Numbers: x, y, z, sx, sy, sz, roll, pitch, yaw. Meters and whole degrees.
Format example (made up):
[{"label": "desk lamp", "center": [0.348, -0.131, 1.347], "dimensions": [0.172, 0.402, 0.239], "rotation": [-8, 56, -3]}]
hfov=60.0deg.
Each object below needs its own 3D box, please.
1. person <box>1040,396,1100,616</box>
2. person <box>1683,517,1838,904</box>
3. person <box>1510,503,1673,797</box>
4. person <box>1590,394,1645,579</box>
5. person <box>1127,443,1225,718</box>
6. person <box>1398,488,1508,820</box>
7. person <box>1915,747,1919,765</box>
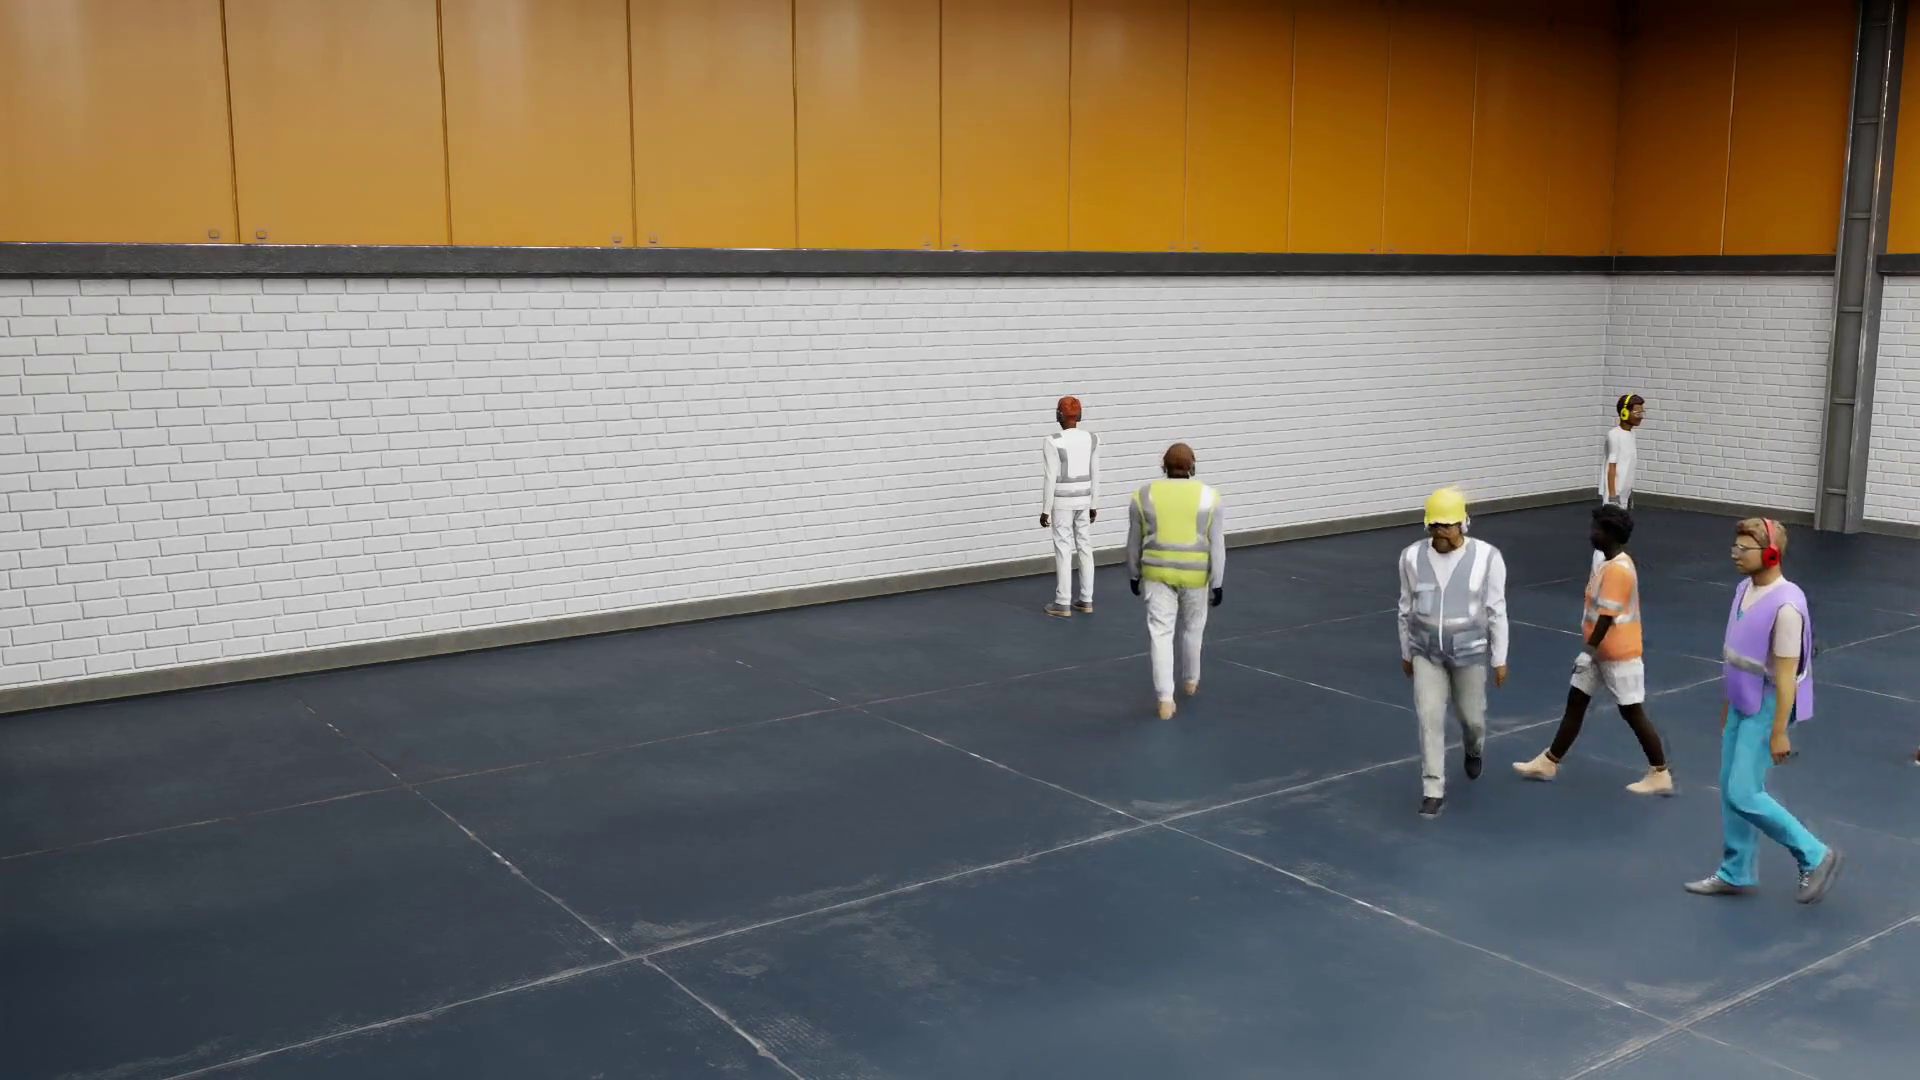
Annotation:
[{"label": "person", "center": [0.941, -0.290, 14.260], "dimensions": [0.577, 1.882, 0.349], "rotation": [-6, 11, -31]}, {"label": "person", "center": [3.738, 0.801, 7.696], "dimensions": [0.522, 1.830, 0.576], "rotation": [1, 9, 7]}, {"label": "person", "center": [3.639, 0.618, 9.374], "dimensions": [0.862, 1.648, 0.537], "rotation": [2, 9, 11]}, {"label": "person", "center": [5.897, -0.377, 14.888], "dimensions": [0.348, 1.860, 0.505], "rotation": [9, 13, 43]}, {"label": "person", "center": [1.458, 0.238, 11.252], "dimensions": [0.658, 1.795, 0.932], "rotation": [2, 9, 10]}, {"label": "person", "center": [2.725, 0.585, 9.162], "dimensions": [0.619, 1.797, 0.799], "rotation": [5, 11, 29]}, {"label": "person", "center": [6.098, 0.479, 9.658], "dimensions": [0.900, 1.828, 0.566], "rotation": [4, 10, 23]}]
